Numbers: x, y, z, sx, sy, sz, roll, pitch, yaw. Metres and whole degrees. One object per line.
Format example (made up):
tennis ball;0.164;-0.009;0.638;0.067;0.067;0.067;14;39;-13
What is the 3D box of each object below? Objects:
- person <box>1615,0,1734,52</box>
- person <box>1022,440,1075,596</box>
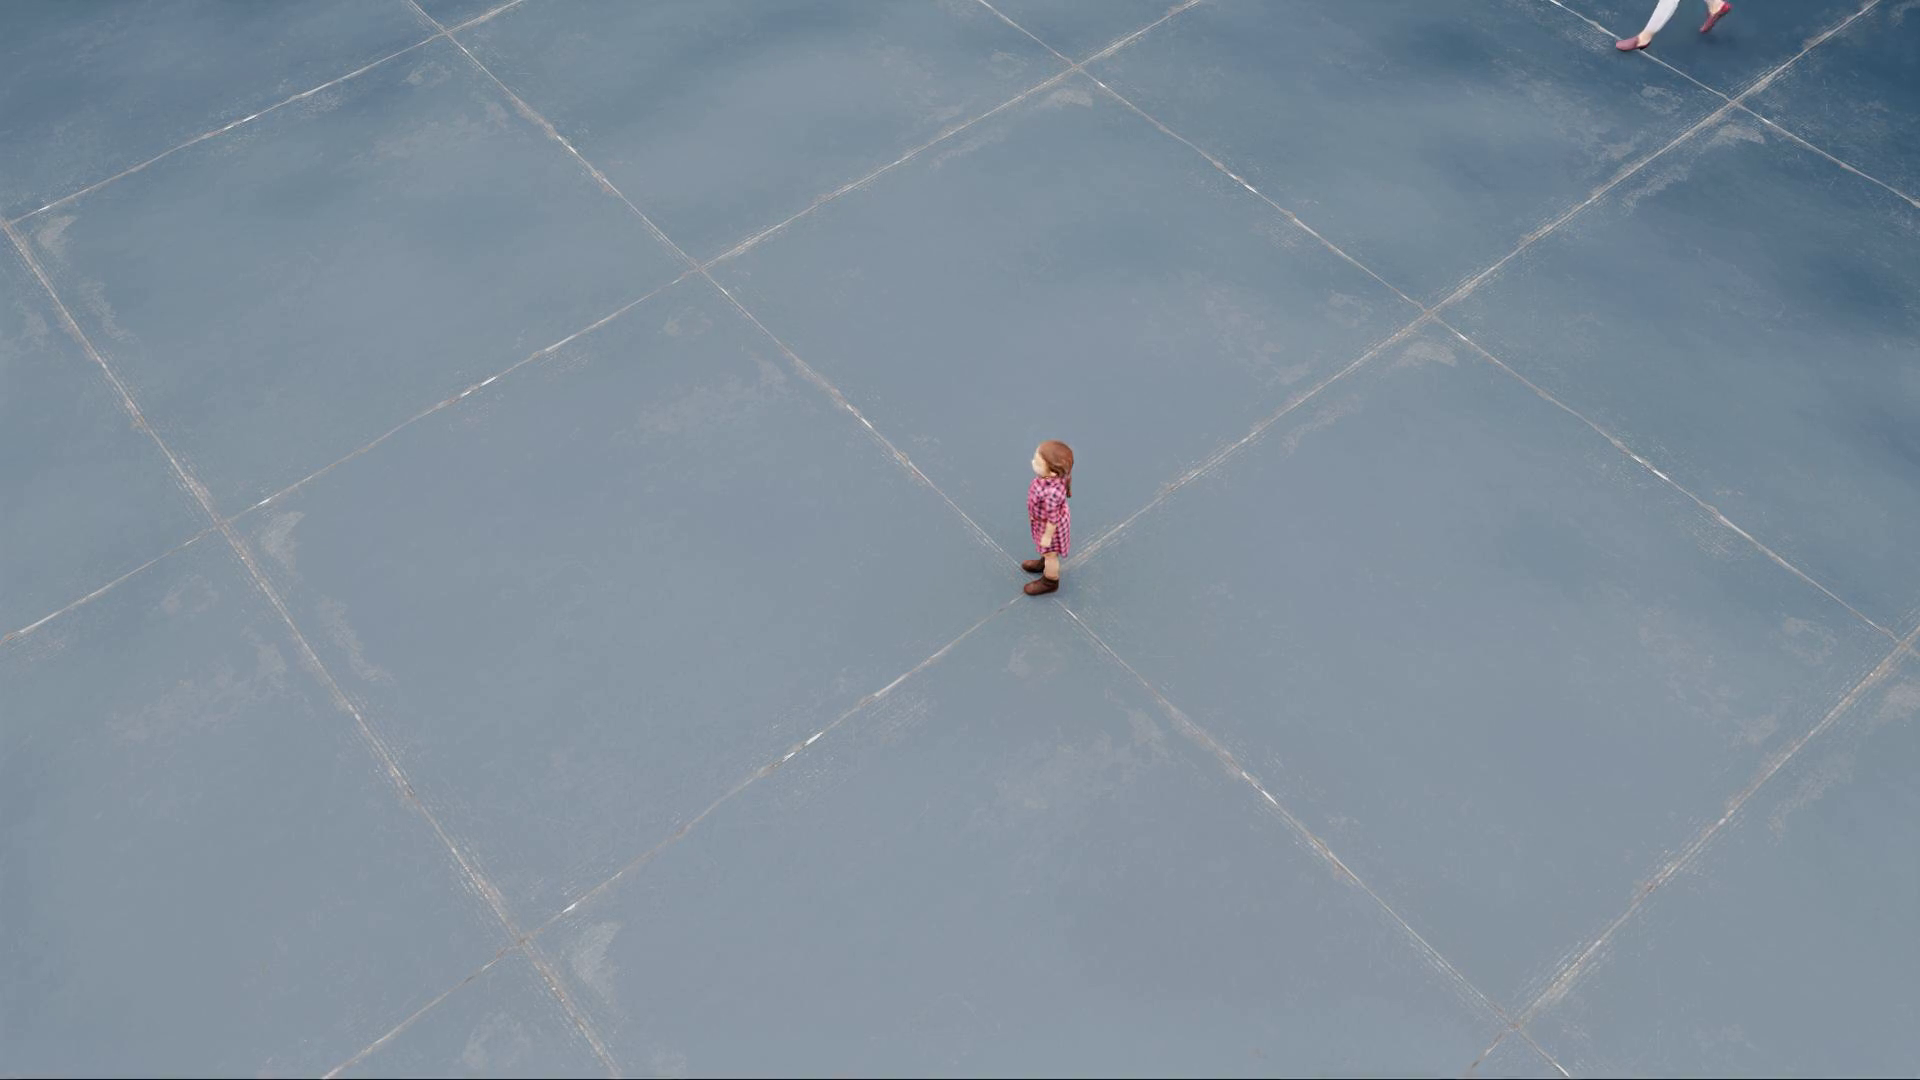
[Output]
person;4.714;-3.785;10.469;1.083;1.587;0.940;-6;52;-4
person;0.431;-0.111;7.982;0.555;1.021;0.502;0;52;0
